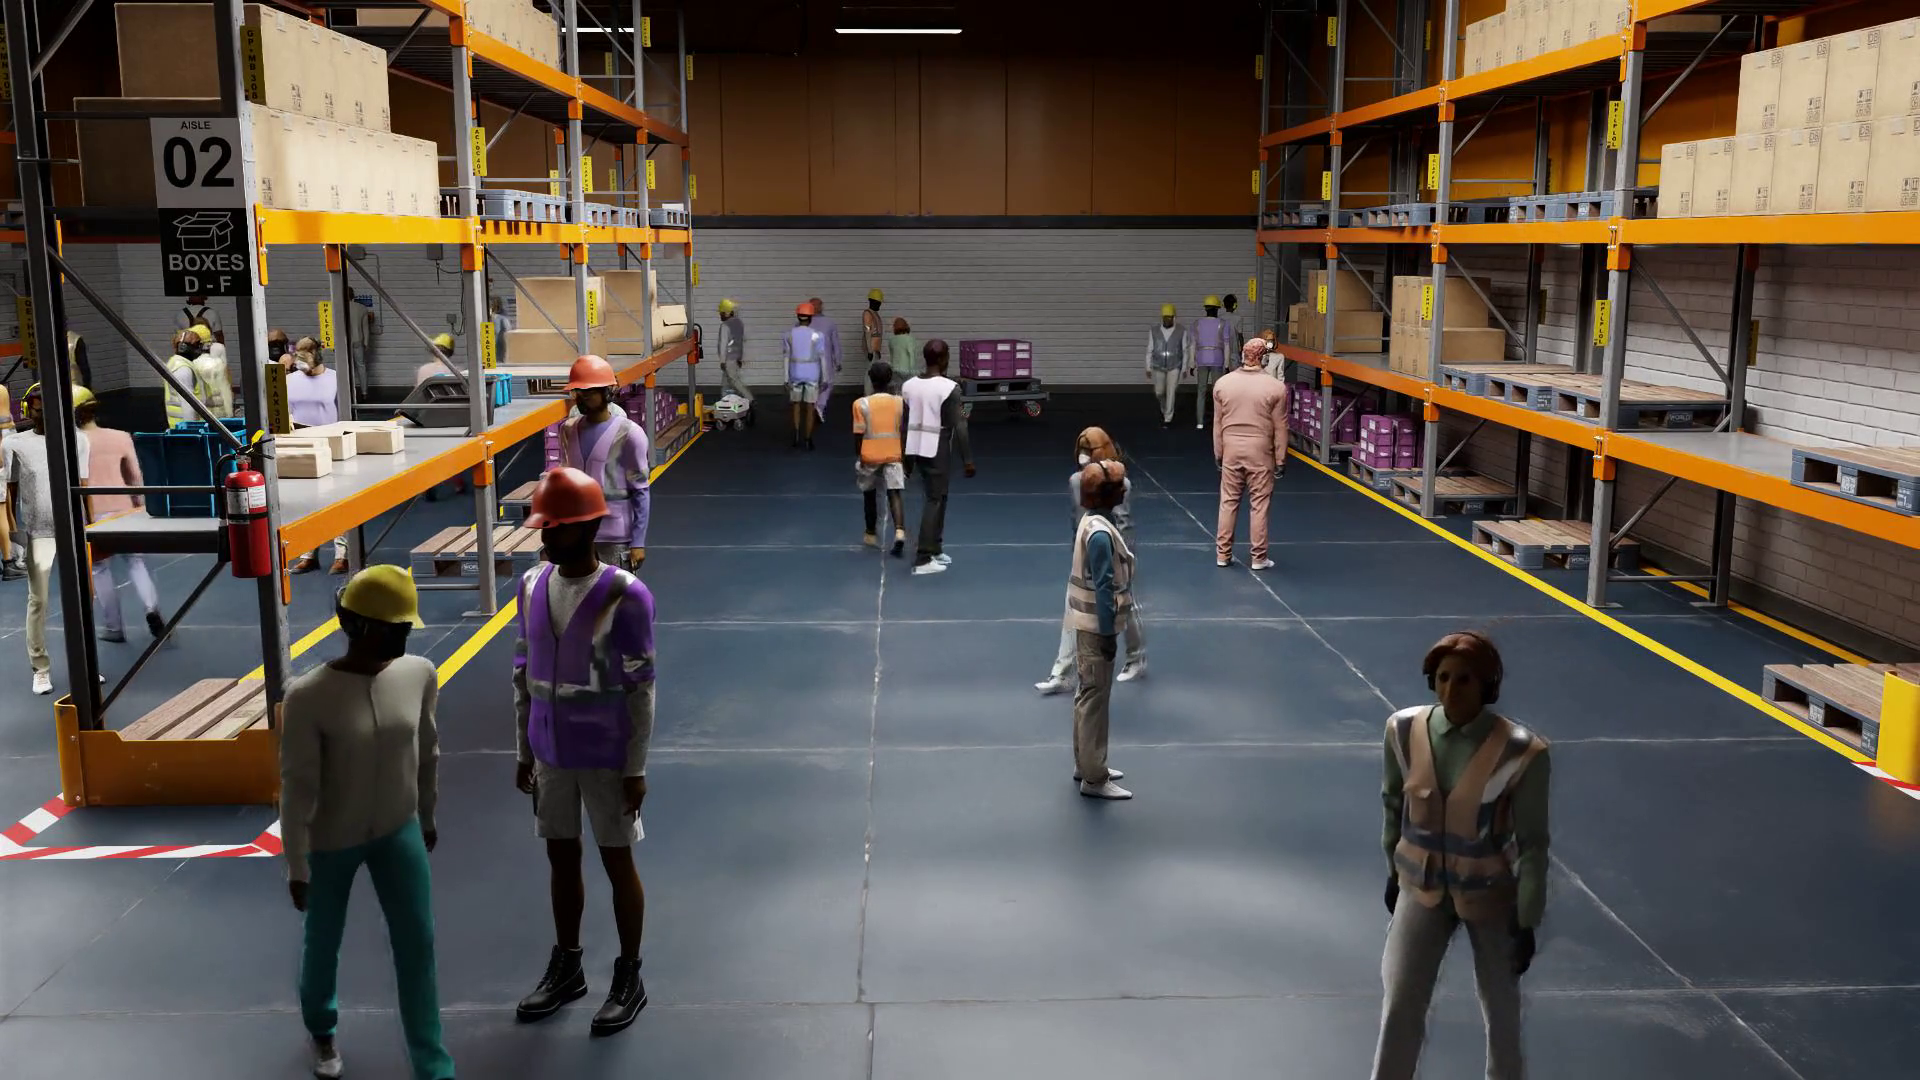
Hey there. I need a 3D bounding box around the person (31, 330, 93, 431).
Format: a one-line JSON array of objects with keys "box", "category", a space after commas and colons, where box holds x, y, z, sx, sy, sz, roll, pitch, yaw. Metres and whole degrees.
[{"box": [-11.407, -1.978, 21.014, 0.793, 1.821, 0.500, -2, 10, -12], "category": "person"}]

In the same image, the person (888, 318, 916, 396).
[{"box": [-0.784, -2.395, 23.915, 0.567, 1.587, 0.739, 7, 12, 32], "category": "person"}]

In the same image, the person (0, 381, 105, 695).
[{"box": [-5.422, -0.021, 9.960, 0.329, 1.865, 0.510, 10, 14, 44], "category": "person"}]

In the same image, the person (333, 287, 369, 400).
[{"box": [-10.329, -3.331, 28.190, 0.629, 1.940, 0.377, -8, 13, -39], "category": "person"}]

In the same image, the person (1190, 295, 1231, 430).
[{"box": [3.576, -2.531, 23.781, 0.585, 1.921, 0.383, 3, 11, 17], "category": "person"}]

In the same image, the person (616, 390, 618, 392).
[{"box": [-5.576, -2.868, 26.012, 0.826, 1.810, 0.535, 3, 11, 15], "category": "person"}]

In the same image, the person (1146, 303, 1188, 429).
[{"box": [3.008, -2.534, 24.117, 0.602, 1.806, 0.759, 3, 11, 16], "category": "person"}]

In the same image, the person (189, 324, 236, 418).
[{"box": [-7.927, -1.352, 17.503, 0.596, 1.819, 0.424, 2, 10, 13], "category": "person"}]

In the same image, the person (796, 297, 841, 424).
[{"box": [-2.076, -2.613, 24.367, 0.666, 1.885, 0.739, 3, 11, 16], "category": "person"}]

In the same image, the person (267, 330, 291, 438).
[{"box": [-6.569, -1.115, 16.118, 0.633, 1.839, 0.429, -5, 11, -26], "category": "person"}]

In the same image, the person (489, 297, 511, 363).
[{"box": [-6.927, -2.680, 24.726, 0.619, 1.898, 0.995, 1, 10, 3], "category": "person"}]

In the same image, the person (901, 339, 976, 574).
[{"box": [-0.159, -0.682, 13.563, 0.694, 1.896, 0.604, -9, 13, -40], "category": "person"}]

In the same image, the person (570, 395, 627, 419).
[{"box": [-2.829, -0.500, 12.975, 0.483, 1.738, 0.313, 2, 10, 13], "category": "person"}]

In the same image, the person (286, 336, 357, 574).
[{"box": [-5.174, -0.682, 13.449, 0.629, 1.934, 0.377, 1, 10, 6], "category": "person"}]

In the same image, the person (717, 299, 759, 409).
[{"box": [-3.553, -2.881, 26.099, 0.879, 1.794, 0.588, 4, 11, 20], "category": "person"}]

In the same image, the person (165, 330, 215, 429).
[{"box": [-7.394, -1.095, 16.011, 0.429, 1.838, 0.634, -6, 12, -28], "category": "person"}]

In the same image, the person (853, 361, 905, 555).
[{"box": [-0.657, -0.712, 14.364, 0.537, 1.664, 0.821, -3, 11, -16], "category": "person"}]

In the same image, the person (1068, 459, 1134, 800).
[{"box": [0.682, 0.425, 8.082, 0.309, 1.645, 0.514, 0, 10, -1], "category": "person"}]

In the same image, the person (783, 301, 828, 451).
[{"box": [-1.985, -2.115, 21.468, 0.561, 1.921, 0.482, 1, 10, 7], "category": "person"}]

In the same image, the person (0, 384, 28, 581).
[{"box": [-7.693, -0.636, 13.172, 0.544, 1.939, 0.353, 1, 10, 8], "category": "person"}]

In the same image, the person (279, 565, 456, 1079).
[{"box": [-1.812, 0.924, 5.124, 0.558, 1.698, 0.932, -9, 13, -41], "category": "person"}]

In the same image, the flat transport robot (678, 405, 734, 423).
[{"box": [-3.981, -1.885, 24.779, 1.431, 0.197, 0.652, 3, 11, 17], "category": "flat transport robot"}]

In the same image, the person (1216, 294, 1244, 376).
[{"box": [4.199, -2.898, 25.964, 0.520, 1.874, 0.327, 5, 11, 27], "category": "person"}]

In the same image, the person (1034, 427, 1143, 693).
[{"box": [0.829, 0.114, 9.961, 0.514, 1.587, 0.852, 10, 14, 43], "category": "person"}]

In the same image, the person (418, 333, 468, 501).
[{"box": [-5.419, -1.291, 17.389, 0.522, 1.738, 0.831, 0, 10, 0], "category": "person"}]

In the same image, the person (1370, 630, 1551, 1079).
[{"box": [1.432, 1.043, 4.792, 0.536, 1.588, 0.875, 8, 13, 37], "category": "person"}]

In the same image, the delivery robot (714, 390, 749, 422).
[{"box": [-3.268, -1.904, 23.834, 0.477, 0.478, 0.707, 2, 10, 9], "category": "delivery robot"}]

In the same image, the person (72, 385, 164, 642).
[{"box": [-5.695, -0.160, 11.085, 0.629, 1.738, 0.541, 9, 14, 42], "category": "person"}]

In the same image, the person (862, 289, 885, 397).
[{"box": [-1.402, -3.113, 27.024, 0.373, 1.921, 0.585, 2, 10, 9], "category": "person"}]

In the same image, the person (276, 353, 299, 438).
[{"box": [-6.286, -0.944, 15.725, 0.523, 1.639, 0.306, 6, 12, 32], "category": "person"}]

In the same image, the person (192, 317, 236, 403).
[{"box": [-8.967, -1.747, 19.771, 0.507, 1.805, 0.989, 0, 10, 0], "category": "person"}]

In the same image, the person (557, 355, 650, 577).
[{"box": [-2.075, -0.040, 9.560, 0.615, 2.043, 0.373, 5, 11, 25], "category": "person"}]

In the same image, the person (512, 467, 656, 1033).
[{"box": [-1.294, 0.713, 5.664, 0.545, 1.938, 0.359, 4, 11, 21], "category": "person"}]

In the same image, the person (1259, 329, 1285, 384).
[{"box": [3.701, -1.744, 20.224, 0.497, 1.629, 0.276, -1, 10, -7], "category": "person"}]

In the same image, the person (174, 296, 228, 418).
[{"box": [-11.415, -2.826, 25.091, 0.679, 2.000, 0.537, -1, 10, -6], "category": "person"}]

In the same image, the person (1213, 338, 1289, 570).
[{"box": [2.388, -0.699, 13.650, 0.646, 1.901, 0.401, 6, 12, 29], "category": "person"}]
